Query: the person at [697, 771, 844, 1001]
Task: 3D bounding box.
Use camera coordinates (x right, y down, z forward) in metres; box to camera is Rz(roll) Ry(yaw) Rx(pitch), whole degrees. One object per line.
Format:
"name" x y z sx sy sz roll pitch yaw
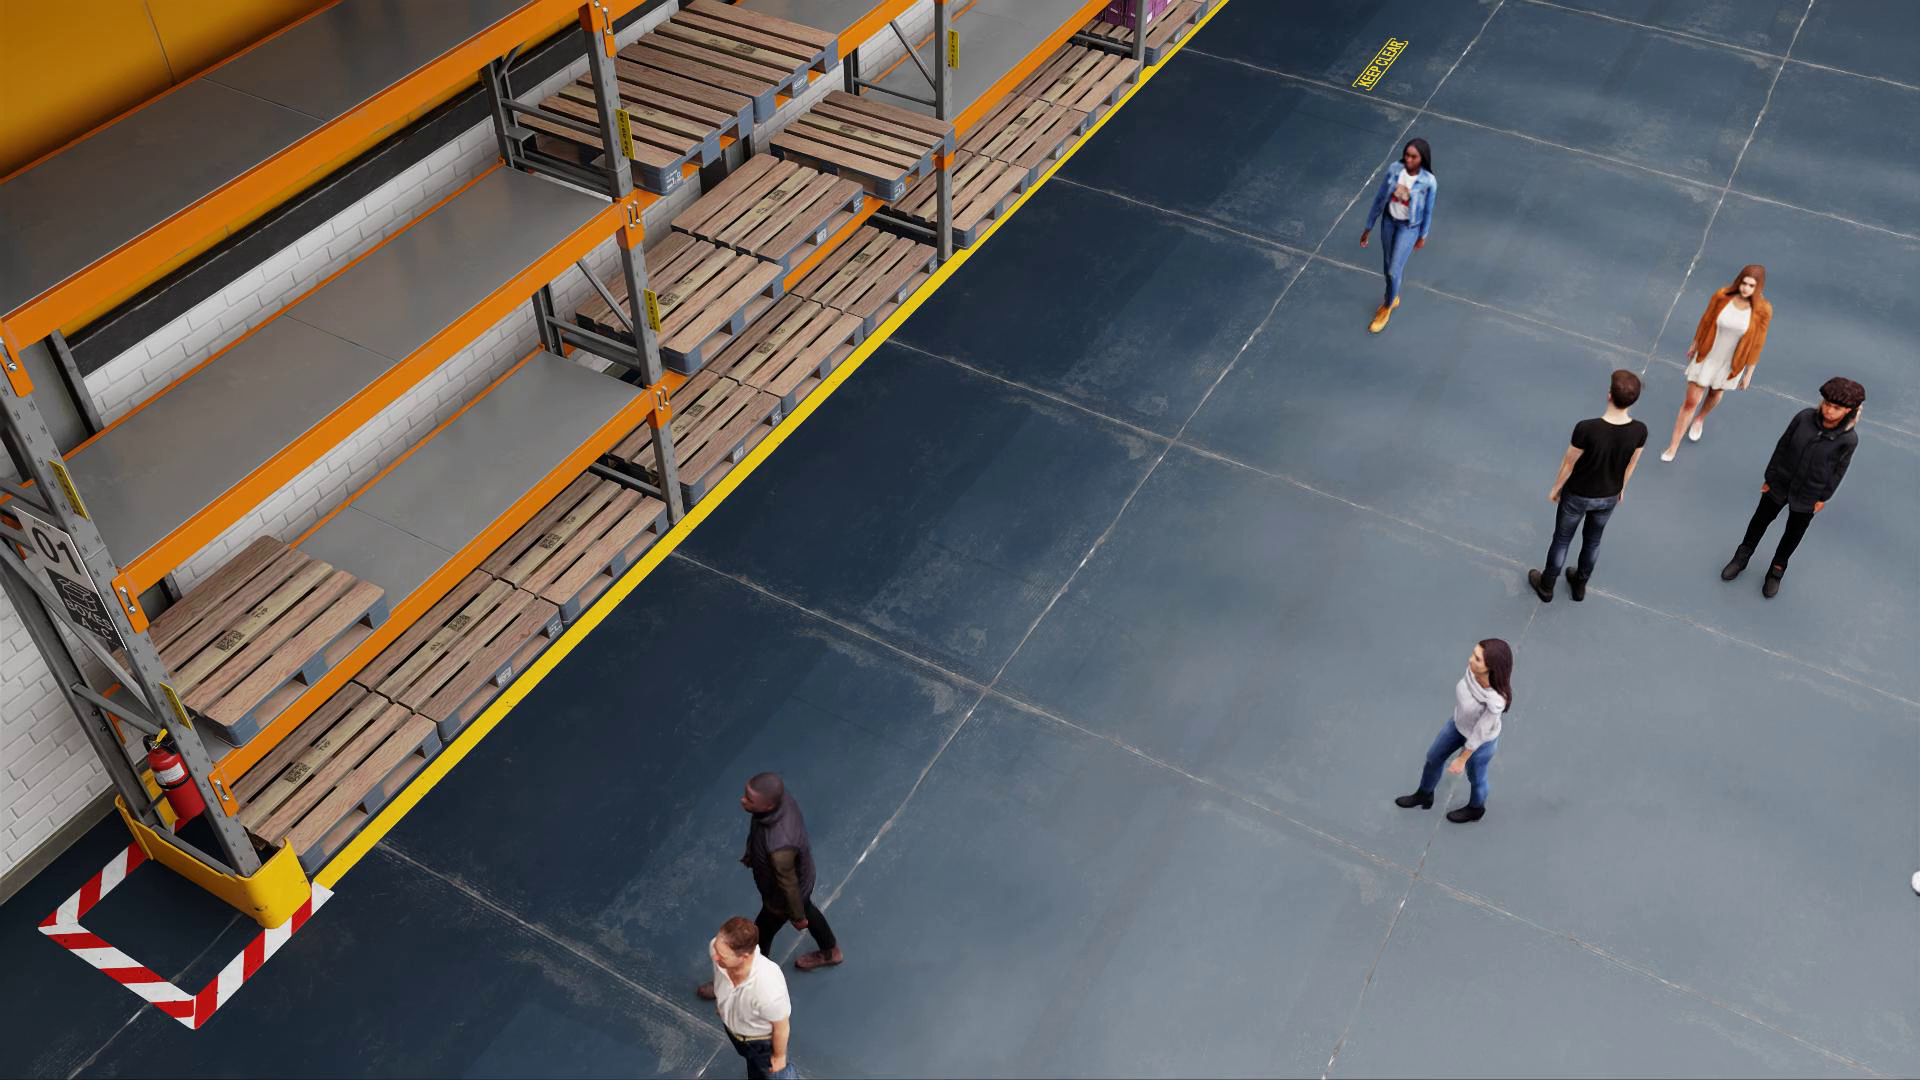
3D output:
"person" -0.870 1.863 9.044 1.164 1.804 1.143 -8 44 -9

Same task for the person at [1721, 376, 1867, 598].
"person" 5.765 -0.395 11.432 0.648 1.781 0.641 28 50 26

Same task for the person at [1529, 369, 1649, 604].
"person" 4.293 -0.329 11.280 0.733 1.894 0.722 2 44 3

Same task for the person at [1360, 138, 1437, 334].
"person" 3.690 -2.598 13.807 0.711 1.695 0.841 34 53 30

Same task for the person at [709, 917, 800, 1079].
"person" -1.013 2.444 8.399 0.678 1.853 0.731 -31 52 -29

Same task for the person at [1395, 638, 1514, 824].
"person" 3.143 1.167 9.915 0.879 1.611 0.840 -4 44 -4

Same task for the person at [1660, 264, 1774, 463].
"person" 5.775 -1.417 12.573 0.634 1.685 0.998 23 48 22
